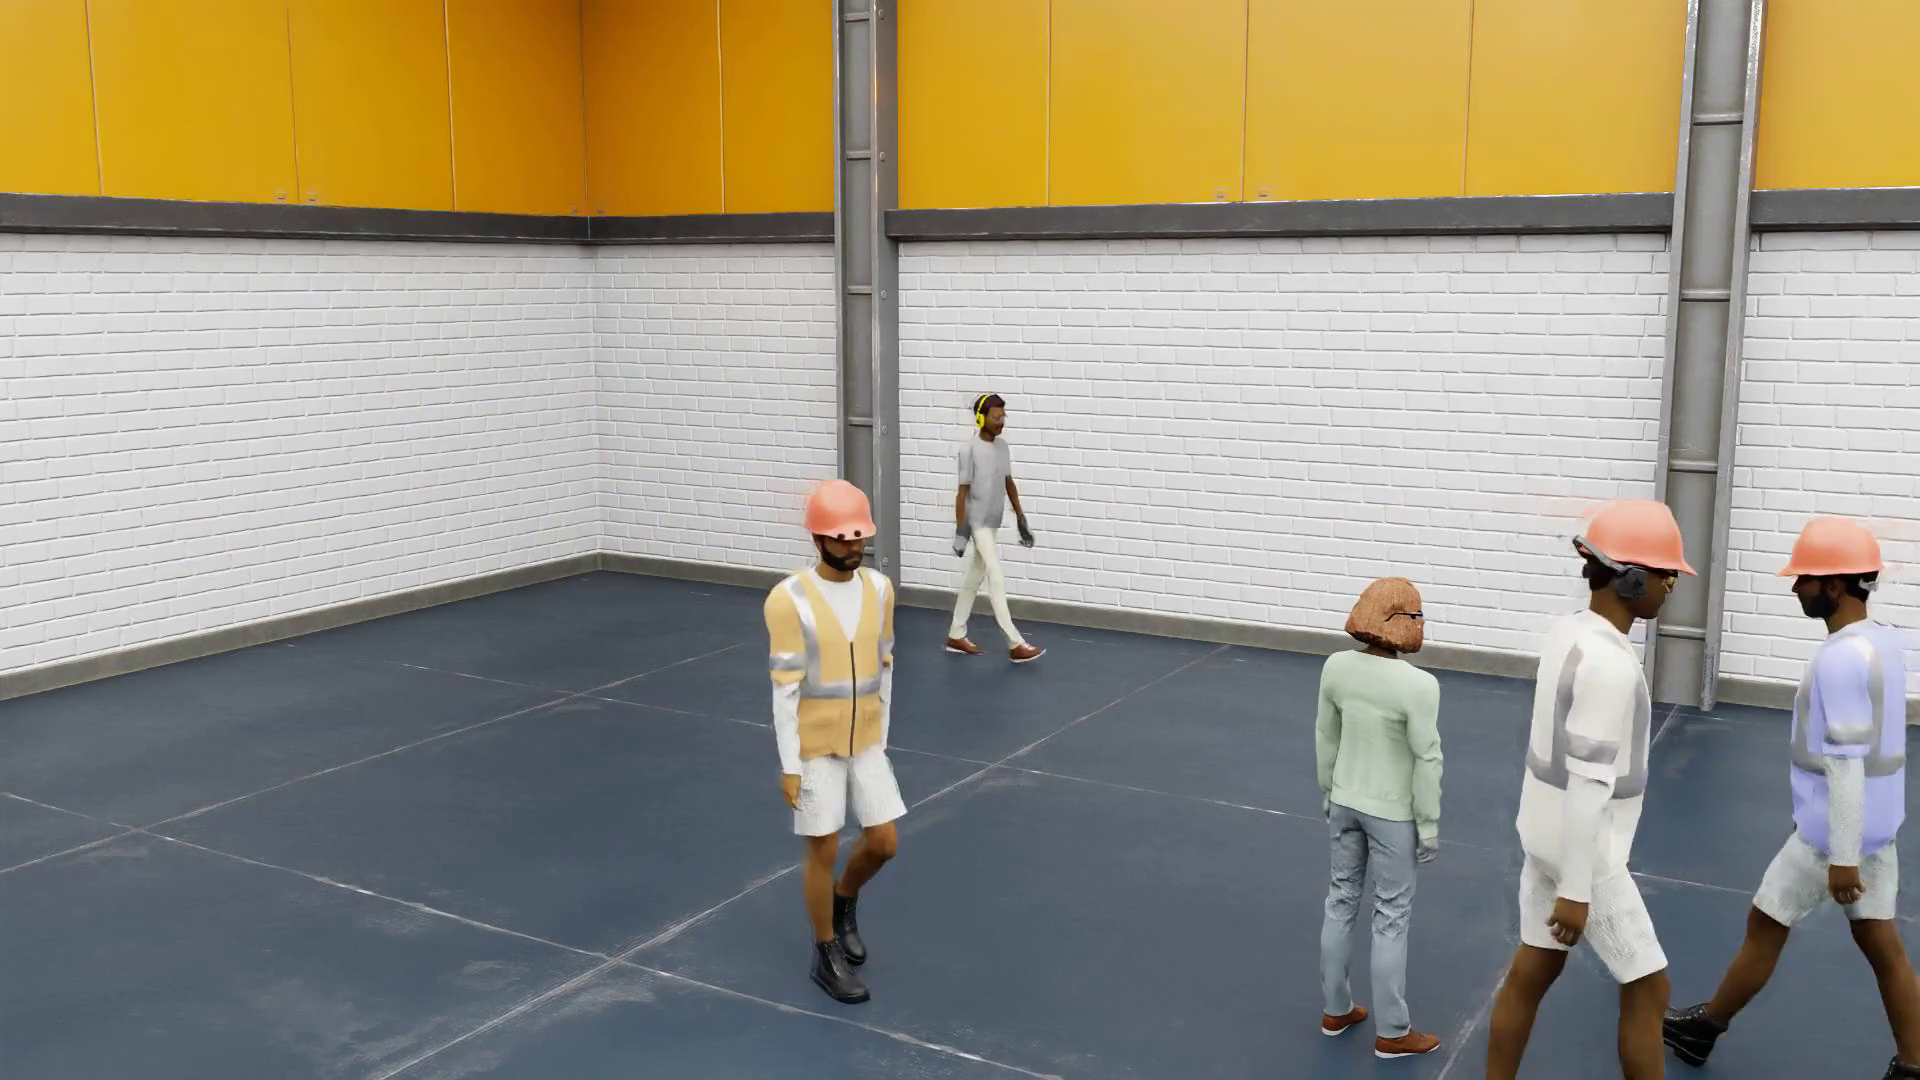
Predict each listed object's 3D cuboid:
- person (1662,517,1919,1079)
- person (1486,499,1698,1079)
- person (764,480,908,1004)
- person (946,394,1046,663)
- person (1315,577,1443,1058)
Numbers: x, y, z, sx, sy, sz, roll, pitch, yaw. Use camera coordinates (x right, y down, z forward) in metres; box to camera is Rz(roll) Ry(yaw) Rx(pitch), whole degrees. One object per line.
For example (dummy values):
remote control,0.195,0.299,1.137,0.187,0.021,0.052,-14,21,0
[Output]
person,2.704,0.863,5.309,0.978,1.881,0.570,8,12,43
person,1.930,0.889,4.784,0.896,2.003,0.637,1,9,9
person,-0.449,0.728,6.053,0.550,1.918,0.431,-6,11,-33
person,0.274,-0.079,11.363,0.929,1.824,0.546,6,11,32
person,1.425,0.932,5.673,0.285,1.631,0.501,-6,11,-34
